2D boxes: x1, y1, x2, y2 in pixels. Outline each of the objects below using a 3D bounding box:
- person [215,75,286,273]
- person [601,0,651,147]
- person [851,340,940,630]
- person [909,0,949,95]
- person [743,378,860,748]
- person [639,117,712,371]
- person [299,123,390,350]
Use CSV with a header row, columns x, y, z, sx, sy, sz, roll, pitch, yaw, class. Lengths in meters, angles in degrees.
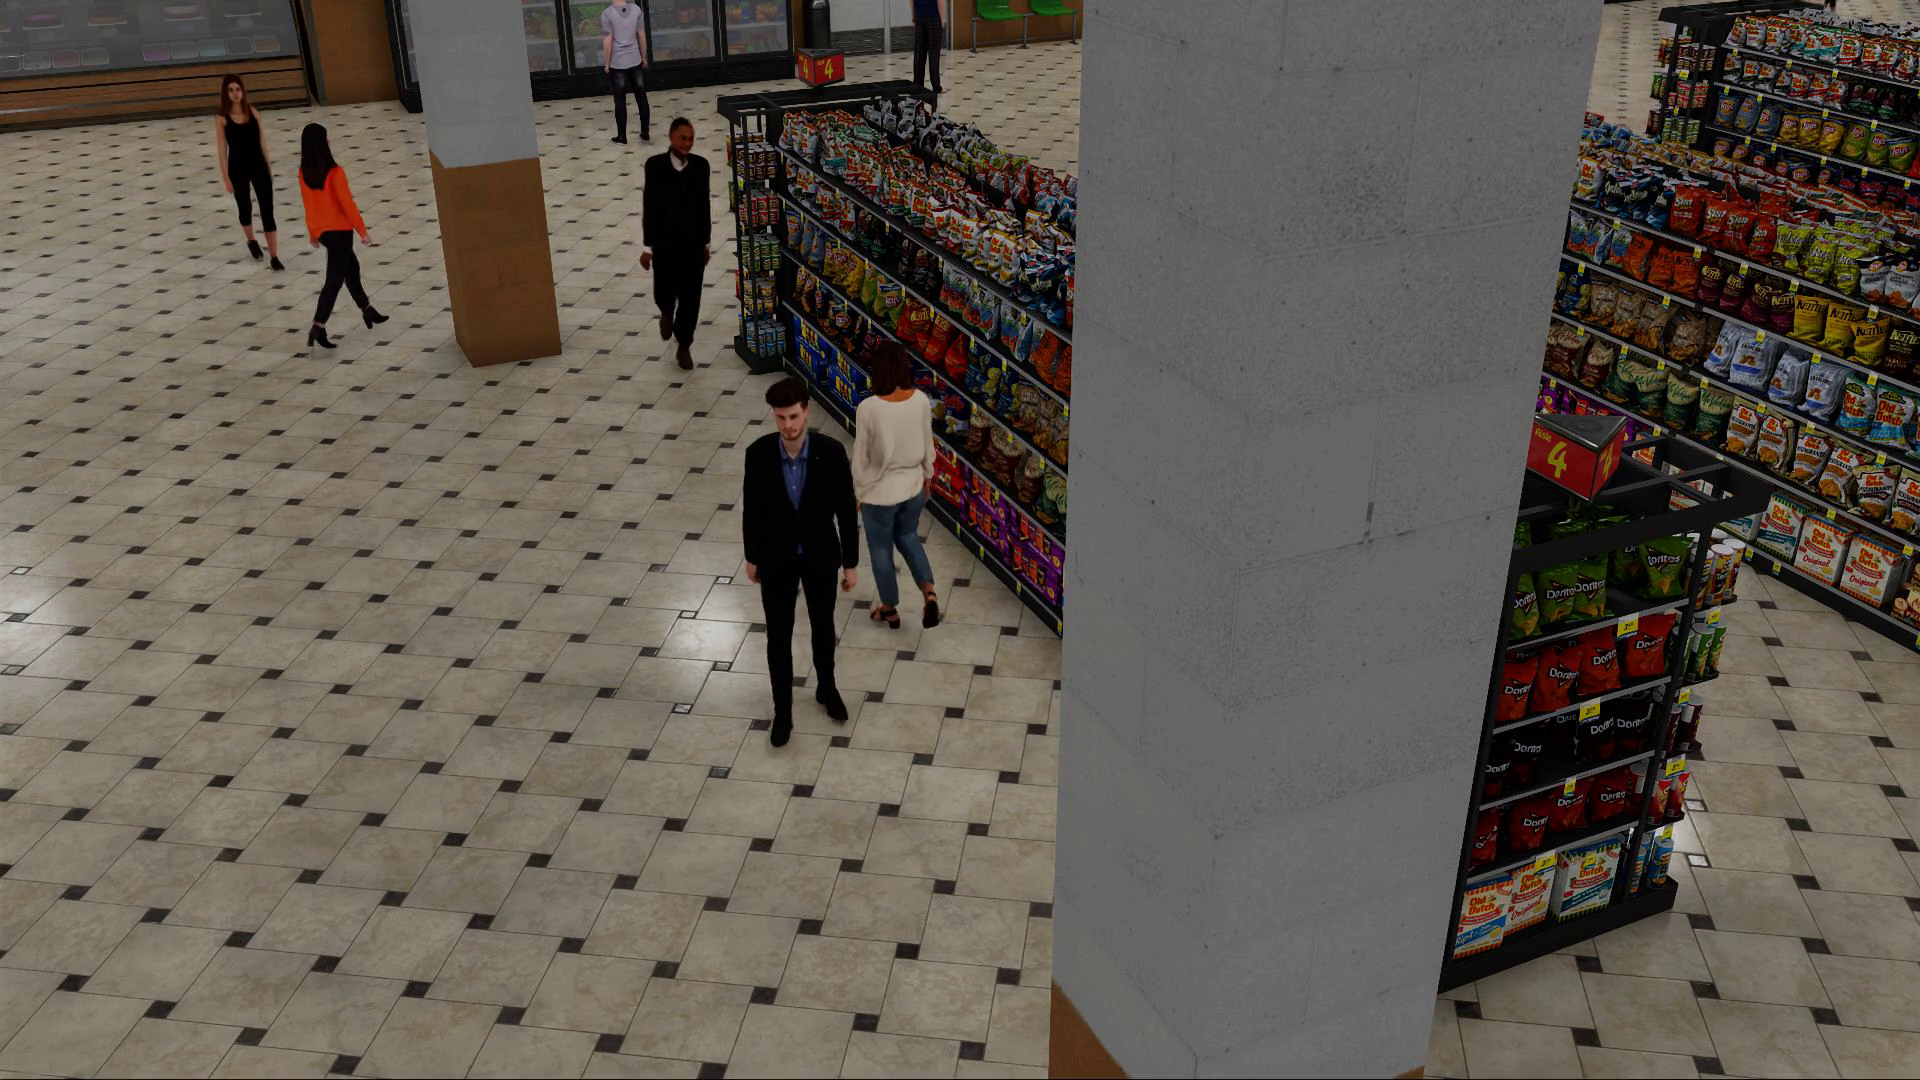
x,y,z,sx,sy,sz,roll,pitch,yaw,class
-6.359,-3.273,14.825,0.672,1.689,1.144,-16,31,-28,person
-3.820,-5.452,18.957,0.690,1.838,0.623,-16,31,-29,person
-0.315,-0.226,8.841,0.670,1.667,0.803,-16,31,-28,person
-0.416,-6.725,21.432,0.692,1.871,0.796,14,30,26,person
-0.771,0.041,8.087,0.857,1.873,0.928,-4,27,-8,person
-2.146,-2.273,12.640,0.842,1.882,1.028,-5,27,-10,person
-4.920,-2.315,12.919,1.144,1.705,1.061,17,31,30,person
